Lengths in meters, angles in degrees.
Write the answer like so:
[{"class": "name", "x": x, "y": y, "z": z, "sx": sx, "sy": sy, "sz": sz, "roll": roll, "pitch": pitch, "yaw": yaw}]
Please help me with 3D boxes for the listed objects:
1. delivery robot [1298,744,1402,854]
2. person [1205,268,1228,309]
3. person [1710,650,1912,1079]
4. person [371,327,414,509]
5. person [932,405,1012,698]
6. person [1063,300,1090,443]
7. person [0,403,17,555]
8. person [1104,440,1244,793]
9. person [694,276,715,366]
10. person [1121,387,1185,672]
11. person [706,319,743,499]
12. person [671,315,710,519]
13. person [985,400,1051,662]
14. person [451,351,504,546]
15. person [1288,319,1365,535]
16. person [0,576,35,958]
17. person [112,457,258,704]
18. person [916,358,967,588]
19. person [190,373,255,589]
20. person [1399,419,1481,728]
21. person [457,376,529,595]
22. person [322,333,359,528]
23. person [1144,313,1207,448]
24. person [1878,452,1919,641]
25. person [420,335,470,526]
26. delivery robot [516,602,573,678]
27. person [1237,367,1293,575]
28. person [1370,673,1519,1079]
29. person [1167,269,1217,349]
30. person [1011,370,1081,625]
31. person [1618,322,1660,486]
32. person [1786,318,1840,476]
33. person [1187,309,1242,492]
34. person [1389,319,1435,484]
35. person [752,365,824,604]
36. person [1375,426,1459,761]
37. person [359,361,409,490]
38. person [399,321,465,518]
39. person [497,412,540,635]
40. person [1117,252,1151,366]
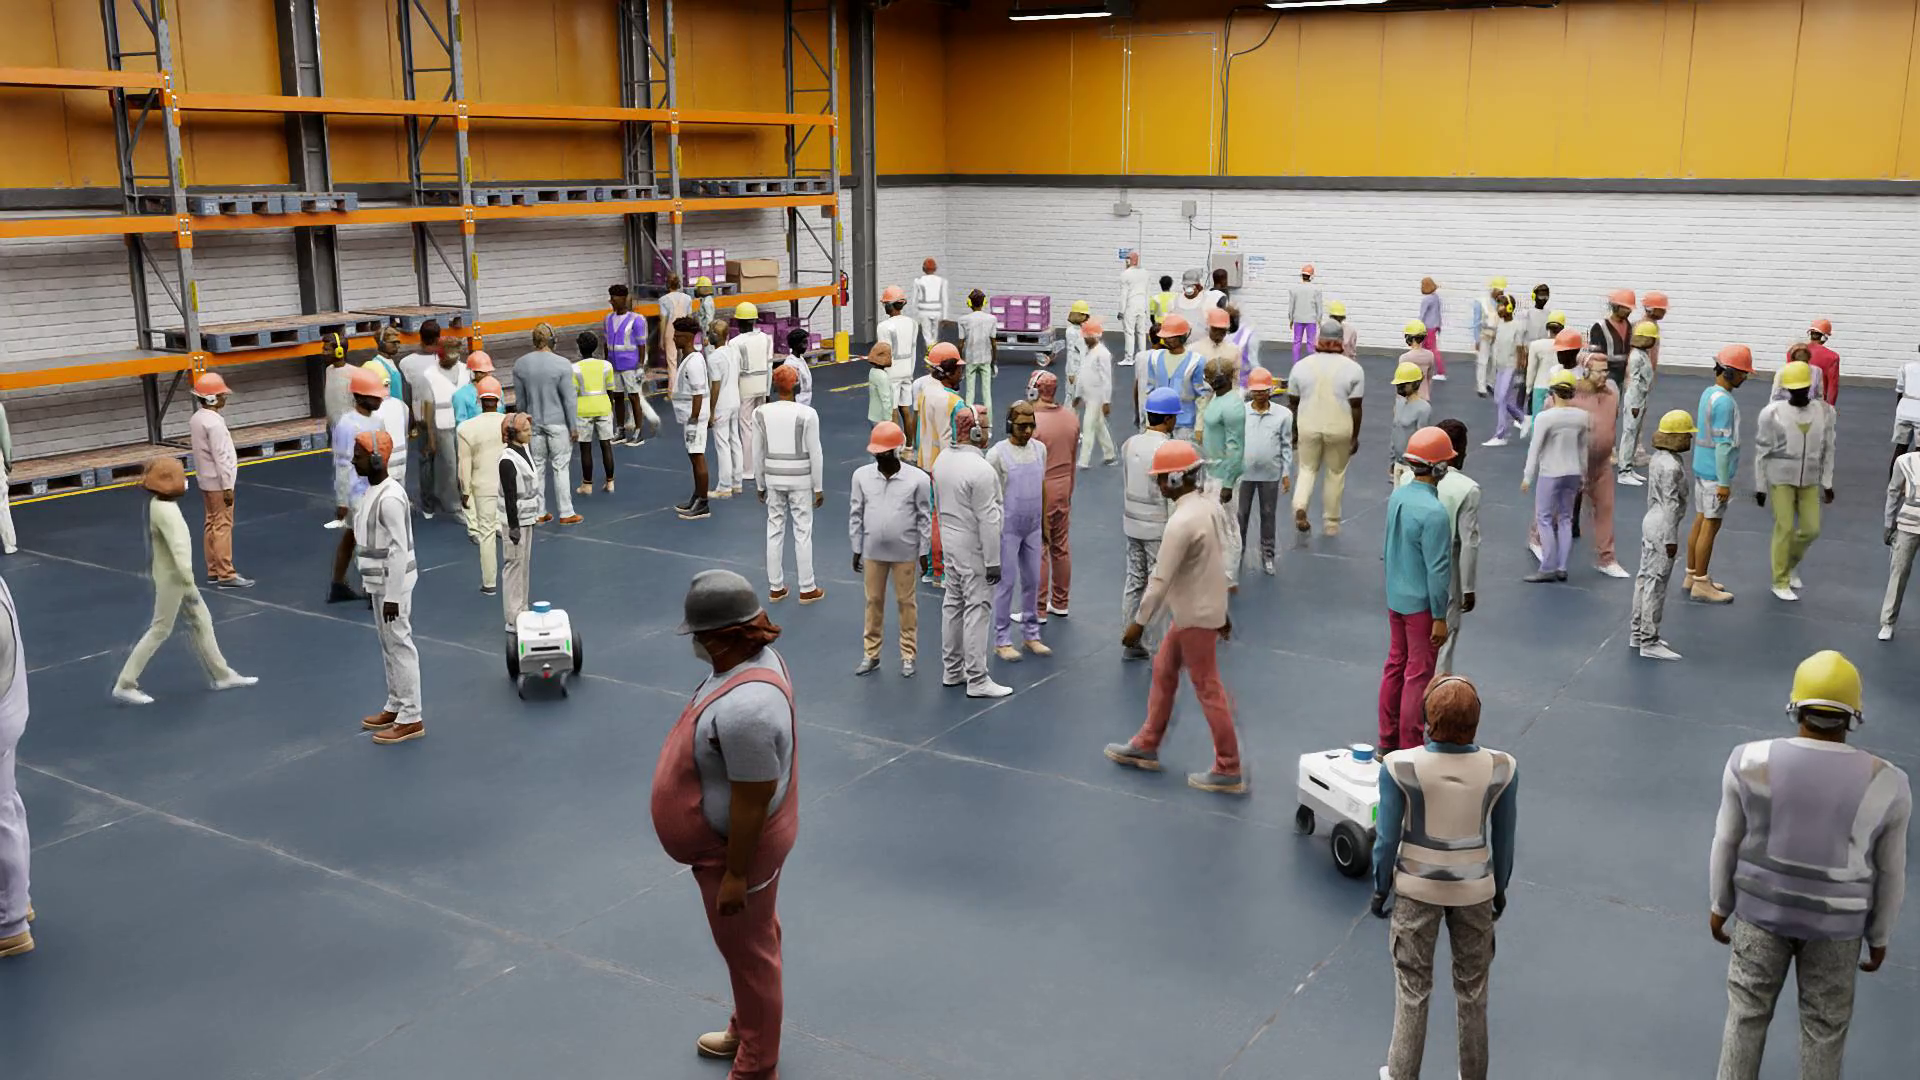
[{"class": "delivery robot", "x": 2.013, "y": 1.267, "z": 8.359, "sx": 0.477, "sy": 0.478, "sz": 0.707, "roll": -5, "pitch": 14, "yaw": -21}, {"class": "person", "x": 3.627, "y": -2.910, "z": 23.723, "sx": 0.389, "sy": 1.909, "sz": 0.593, "roll": -2, "pitch": 13, "yaw": -9}, {"class": "person", "x": 2.907, "y": 1.274, "z": 5.754, "sx": 0.592, "sy": 1.825, "sz": 0.403, "roll": 7, "pitch": 15, "yaw": 28}, {"class": "person", "x": -5.600, "y": -1.168, "z": 16.304, "sx": 0.325, "sy": 1.842, "sz": 0.513, "roll": -2, "pitch": 13, "yaw": -6}, {"class": "person", "x": 0.087, "y": 0.071, "z": 10.794, "sx": 0.408, "sy": 1.909, "sz": 0.642, "roll": -8, "pitch": 15, "yaw": -30}, {"class": "person", "x": 1.453, "y": -2.078, "z": 20.474, "sx": 0.312, "sy": 1.741, "sz": 0.492, "roll": 6, "pitch": 14, "yaw": 23}, {"class": "person", "x": -8.542, "y": -0.649, "z": 14.500, "sx": 0.514, "sy": 1.641, "sz": 0.307, "roll": -10, "pitch": 16, "yaw": -36}, {"class": "person", "x": 1.181, "y": 0.420, "z": 9.203, "sx": 0.962, "sy": 1.938, "sz": 0.616, "roll": 4, "pitch": 14, "yaw": 18}, {"class": "person", "x": -3.743, "y": -3.005, "z": 24.494, "sx": 0.302, "sy": 1.743, "sz": 0.494, "roll": -2, "pitch": 13, "yaw": -8}, {"class": "person", "x": 1.333, "y": -0.072, "z": 11.341, "sx": 0.417, "sy": 1.940, "sz": 0.607, "roll": -8, "pitch": 15, "yaw": -30}, {"class": "person", "x": -2.431, "y": -1.336, "z": 17.027, "sx": 0.343, "sy": 1.847, "sz": 0.506, "roll": 6, "pitch": 14, "yaw": 24}, {"class": "person", "x": -2.606, "y": -1.191, "z": 16.133, "sx": 0.368, "sy": 1.967, "sz": 0.600, "roll": -3, "pitch": 13, "yaw": -13}, {"class": "person", "x": 0.405, "y": -0.065, "z": 11.550, "sx": 0.516, "sy": 1.835, "sz": 0.355, "roll": -9, "pitch": 16, "yaw": -35}, {"class": "person", "x": -4.310, "y": -0.837, "z": 15.064, "sx": 0.325, "sy": 1.752, "sz": 0.559, "roll": 8, "pitch": 15, "yaw": 31}, {"class": "person", "x": 3.356, "y": -1.031, "z": 15.278, "sx": 0.681, "sy": 2.000, "sz": 0.687, "roll": 5, "pitch": 14, "yaw": 22}, {"class": "person", "x": -4.355, "y": 0.820, "z": 7.248, "sx": 0.539, "sy": 2.000, "sz": 0.689, "roll": -6, "pitch": 14, "yaw": -25}, {"class": "person", "x": -5.073, "y": 0.256, "z": 10.679, "sx": 0.855, "sy": 1.591, "sz": 0.516, "roll": -7, "pitch": 15, "yaw": -27}, {"class": "person", "x": -0.136, "y": -0.569, "z": 13.544, "sx": 0.375, "sy": 1.917, "sz": 0.598, "roll": -9, "pitch": 16, "yaw": -35}, {"class": "person", "x": -6.027, "y": -0.486, "z": 13.532, "sx": 0.325, "sy": 1.754, "sz": 0.575, "roll": -11, "pitch": 17, "yaw": -39}, {"class": "person", "x": 2.894, "y": 0.214, "z": 10.146, "sx": 0.391, "sy": 1.918, "sz": 0.590, "roll": -8, "pitch": 15, "yaw": -32}, {"class": "person", "x": -3.724, "y": -0.436, "z": 13.322, "sx": 0.564, "sy": 1.752, "sz": 0.338, "roll": -5, "pitch": 14, "yaw": -22}, {"class": "person", "x": -5.769, "y": -1.009, "z": 15.566, "sx": 0.516, "sy": 1.869, "sz": 0.329, "roll": 8, "pitch": 15, "yaw": 31}, {"class": "person", "x": 2.007, "y": -1.110, "z": 15.631, "sx": 0.606, "sy": 2.038, "sz": 0.396, "roll": 8, "pitch": 15, "yaw": 31}, {"class": "person", "x": 6.922, "y": -0.059, "z": 11.943, "sx": 0.523, "sy": 1.639, "sz": 0.308, "roll": 6, "pitch": 14, "yaw": 24}, {"class": "person", "x": -4.889, "y": -1.047, "z": 15.831, "sx": 0.528, "sy": 1.820, "sz": 0.587, "roll": 7, "pitch": 15, "yaw": 29}, {"class": "delivery robot", "x": -2.759, "y": 0.652, "z": 11.027, "sx": 0.477, "sy": 0.478, "sz": 0.707, "roll": -3, "pitch": 13, "yaw": -15}, {"class": "person", "x": 2.489, "y": -0.573, "z": 13.921, "sx": 0.572, "sy": 1.750, "sz": 0.329, "roll": 2, "pitch": 13, "yaw": 8}, {"class": "person", "x": 1.760, "y": 1.289, "z": 6.089, "sx": 0.515, "sy": 1.641, "sz": 0.314, "roll": 1, "pitch": 13, "yaw": 4}, {"class": "person", "x": 3.026, "y": -2.572, "z": 21.964, "sx": 0.683, "sy": 2.000, "sz": 0.536, "roll": 6, "pitch": 14, "yaw": 23}, {"class": "person", "x": 0.609, "y": -0.320, "z": 12.485, "sx": 0.406, "sy": 1.911, "sz": 0.639, "roll": 12, "pitch": 17, "yaw": 41}, {"class": "person", "x": 7.275, "y": -1.467, "z": 17.825, "sx": 0.299, "sy": 1.743, "sz": 0.486, "roll": 7, "pitch": 15, "yaw": 29}, {"class": "person", "x": 9.302, "y": -1.551, "z": 18.194, "sx": 0.349, "sy": 1.740, "sz": 0.575, "roll": -12, "pitch": 18, "yaw": -42}, {"class": "person", "x": 2.590, "y": -1.394, "z": 17.083, "sx": 0.636, "sy": 1.934, "sz": 1.033, "roll": -1, "pitch": 13, "yaw": -4}, {"class": "person", "x": 4.829, "y": -1.466, "z": 17.766, "sx": 0.523, "sy": 1.769, "sz": 0.316, "roll": -9, "pitch": 16, "yaw": -35}, {"class": "person", "x": -1.334, "y": -0.431, "z": 13.022, "sx": 0.572, "sy": 1.883, "sz": 0.356, "roll": 4, "pitch": 14, "yaw": 16}, {"class": "person", "x": 2.592, "y": 0.350, "z": 9.384, "sx": 0.378, "sy": 1.995, "sz": 0.622, "roll": -2, "pitch": 13, "yaw": -10}, {"class": "person", "x": -4.750, "y": -0.548, "z": 13.634, "sx": 0.403, "sy": 1.834, "sz": 0.589, "roll": 4, "pitch": 14, "yaw": 16}, {"class": "person", "x": -5.074, "y": -1.157, "z": 16.091, "sx": 0.591, "sy": 1.919, "sz": 0.391, "roll": -2, "pitch": 13, "yaw": -8}, {"class": "person", "x": -3.242, "y": -0.127, "z": 12.238, "sx": 0.311, "sy": 1.638, "sz": 0.521, "roll": 0, "pitch": 13, "yaw": -2}, {"class": "person", "x": 2.887, "y": -3.876, "z": 27.929, "sx": 0.643, "sy": 1.902, "sz": 0.400, "roll": -10, "pitch": 16, "yaw": -36}]
